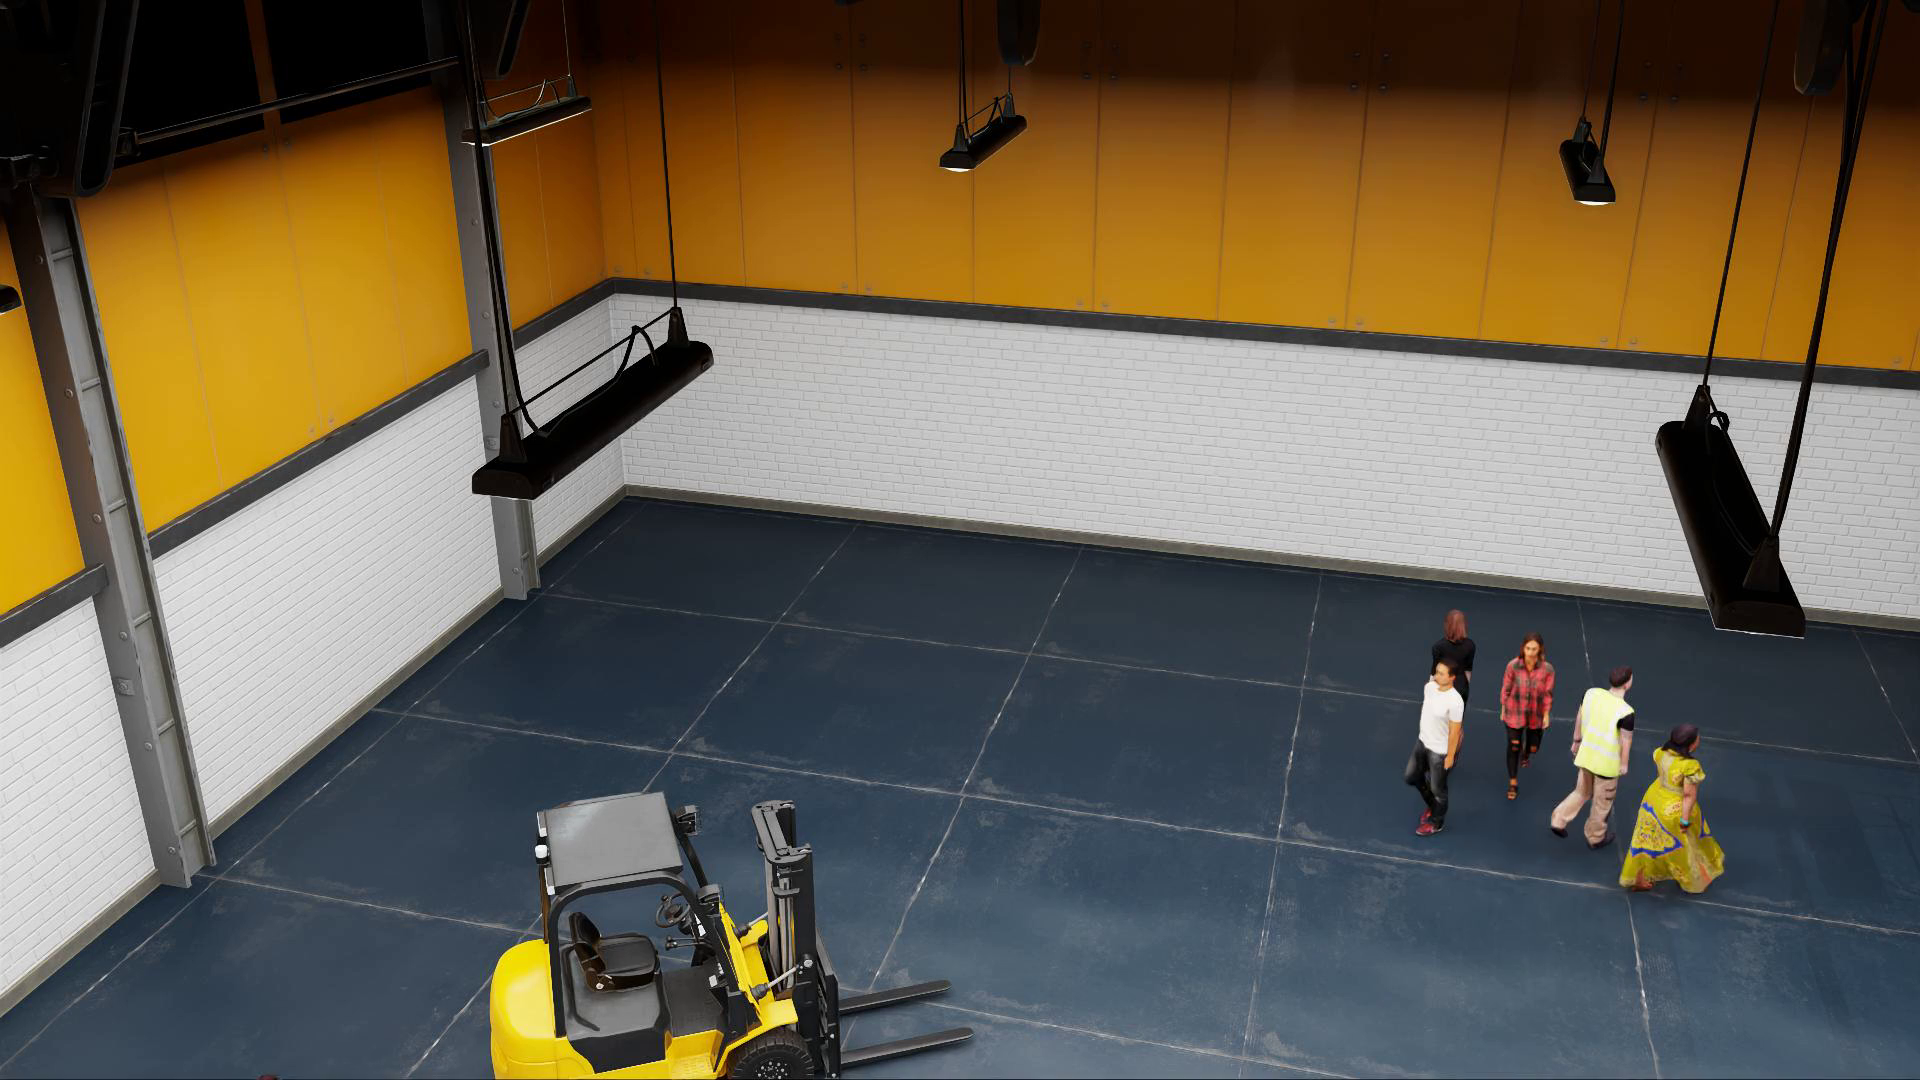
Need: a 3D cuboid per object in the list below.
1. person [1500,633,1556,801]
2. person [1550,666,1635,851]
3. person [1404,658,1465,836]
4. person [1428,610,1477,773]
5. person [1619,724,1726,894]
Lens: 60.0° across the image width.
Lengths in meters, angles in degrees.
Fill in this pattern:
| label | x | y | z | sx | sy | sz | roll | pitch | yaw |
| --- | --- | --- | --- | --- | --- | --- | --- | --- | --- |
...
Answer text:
| label | x | y | z | sx | sy | sz | roll | pitch | yaw |
| --- | --- | --- | --- | --- | --- | --- | --- | --- | --- |
| person | 5.329 | 1.608 | 15.653 | 0.661 | 1.686 | 0.854 | 8 | 25 | 19 |
| person | 5.617 | 1.952 | 14.691 | 1.044 | 1.827 | 0.989 | -12 | 26 | -26 |
| person | 4.369 | 1.839 | 14.991 | 0.867 | 1.793 | 0.801 | -11 | 26 | -24 |
| person | 4.704 | 1.460 | 15.970 | 0.655 | 1.703 | 0.638 | -4 | 24 | -9 |
| person | 5.953 | 2.314 | 14.103 | 1.183 | 1.634 | 1.215 | -8 | 25 | -17 |
